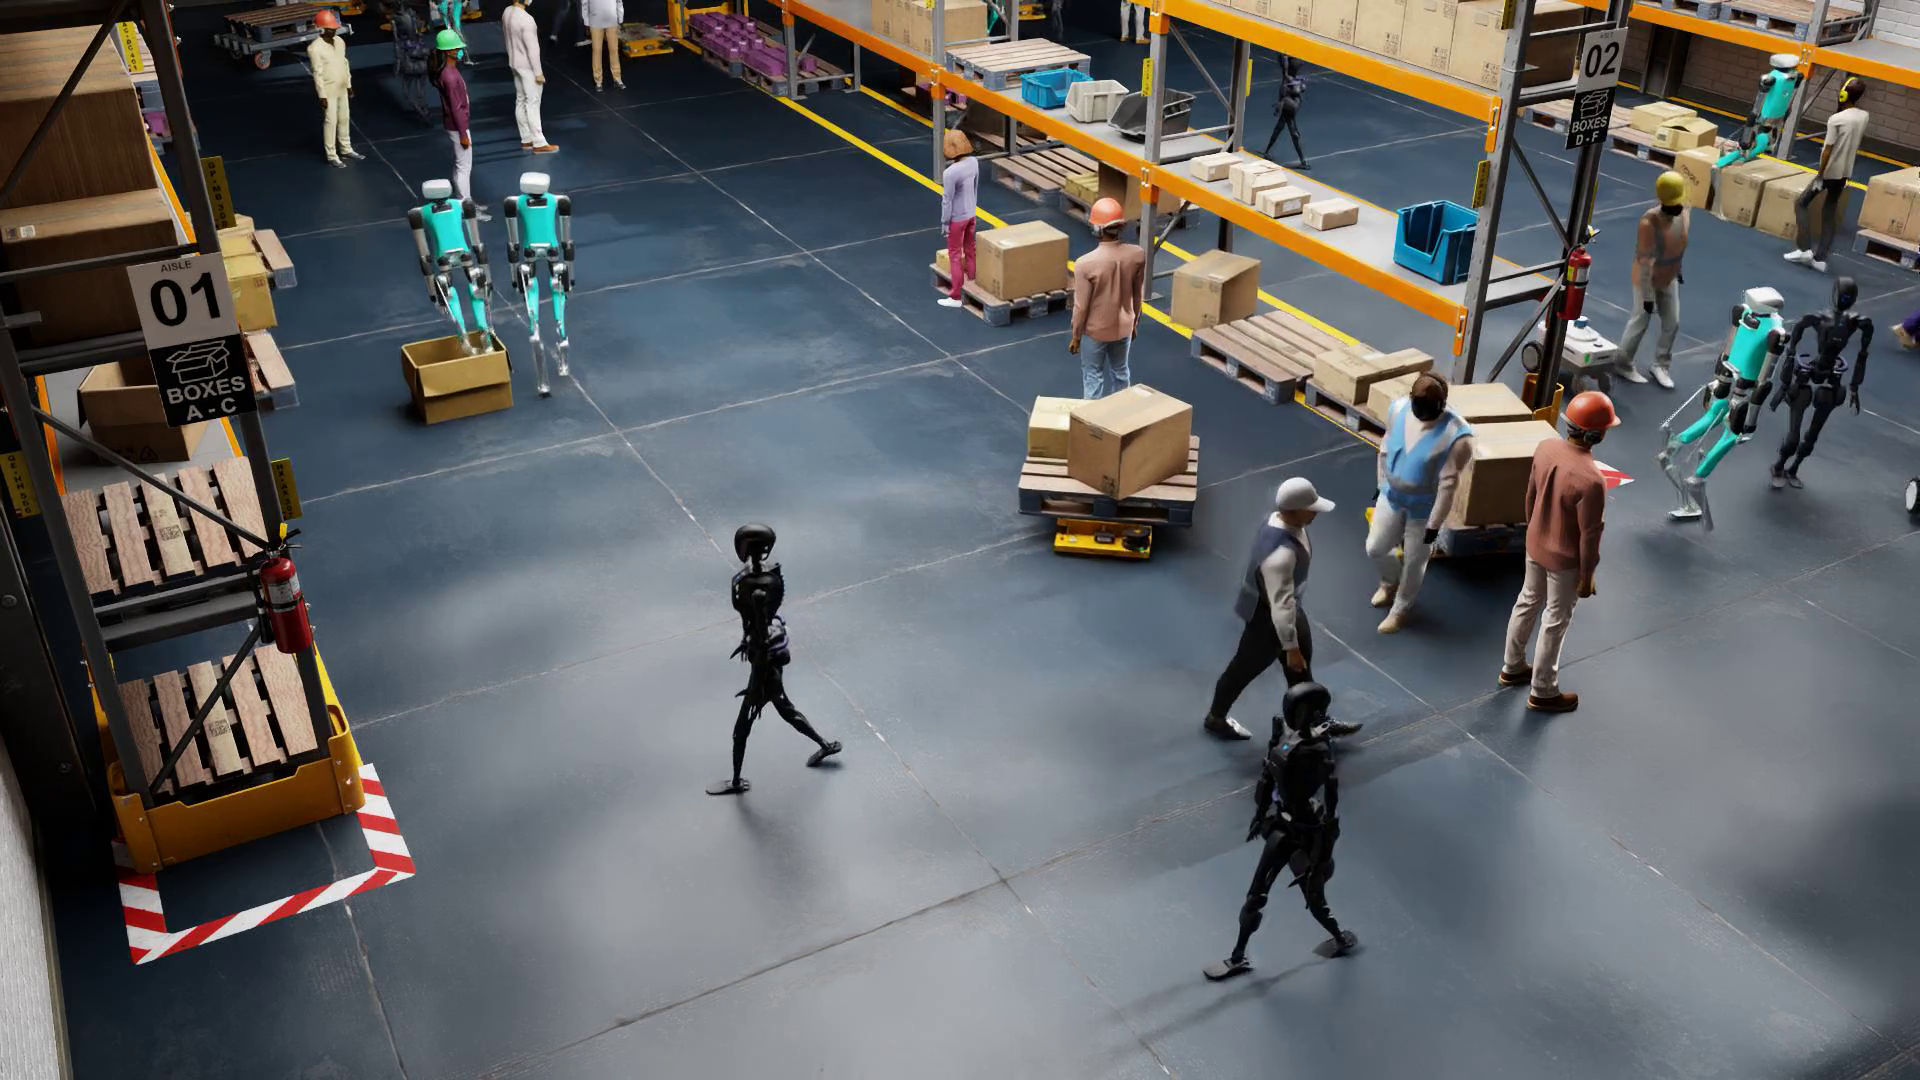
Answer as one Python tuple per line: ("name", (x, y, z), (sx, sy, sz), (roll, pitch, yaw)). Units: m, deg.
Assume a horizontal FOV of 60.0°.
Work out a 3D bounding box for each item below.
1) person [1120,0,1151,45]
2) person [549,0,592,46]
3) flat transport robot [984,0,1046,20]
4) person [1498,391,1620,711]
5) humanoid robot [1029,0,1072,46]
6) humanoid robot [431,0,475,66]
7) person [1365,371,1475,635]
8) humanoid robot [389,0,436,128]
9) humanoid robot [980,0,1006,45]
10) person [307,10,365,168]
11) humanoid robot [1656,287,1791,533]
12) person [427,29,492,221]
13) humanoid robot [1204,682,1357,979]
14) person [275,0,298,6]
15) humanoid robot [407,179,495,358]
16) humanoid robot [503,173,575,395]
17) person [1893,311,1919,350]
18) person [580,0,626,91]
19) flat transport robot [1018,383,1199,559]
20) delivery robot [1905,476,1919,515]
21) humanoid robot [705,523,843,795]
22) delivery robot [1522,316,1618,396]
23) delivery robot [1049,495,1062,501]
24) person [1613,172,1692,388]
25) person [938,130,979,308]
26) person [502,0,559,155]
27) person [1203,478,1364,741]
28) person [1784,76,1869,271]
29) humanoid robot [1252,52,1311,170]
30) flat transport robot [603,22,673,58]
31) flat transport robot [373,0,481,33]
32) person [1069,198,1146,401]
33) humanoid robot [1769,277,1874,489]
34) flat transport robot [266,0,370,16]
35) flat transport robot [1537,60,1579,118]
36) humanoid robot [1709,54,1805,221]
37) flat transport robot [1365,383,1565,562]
("person", (2.532, -8.102, 23.884), (0.562, 1.896, 0.357), (22, 36, 33))
("person", (-5.610, -7.932, 23.671), (0.542, 1.817, 0.632), (18, 34, 28))
("flat transport robot", (0.786, -8.323, 25.899), (0.659, 0.231, 1.431), (-9, 31, -15))
("person", (3.457, 0.064, 9.569), (0.376, 1.995, 0.609), (-9, 31, -15))
("humanoid robot", (1.278, -7.595, 23.230), (0.643, 1.635, 0.601), (9, 31, 15))
("humanoid robot", (-7.025, -7.397, 22.826), (0.604, 1.781, 0.863), (-4, 30, -6))
("person", (2.803, -0.227, 10.256), (0.446, 1.815, 0.650), (-25, 38, -37))
("humanoid robot", (-6.611, -5.824, 20.144), (0.476, 1.626, 0.622), (9, 31, 16))
("humanoid robot", (0.304, -7.189, 22.475), (0.545, 1.778, 0.836), (-14, 33, -23))
("person", (-7.066, -5.109, 18.831), (0.383, 1.738, 0.576), (8, 31, 14))
("humanoid robot", (5.152, -0.859, 11.452), (0.692, 1.812, 0.548), (-5, 30, -8))
("person", (-5.186, -4.266, 17.149), (0.420, 1.950, 0.498), (-11, 32, -18))
("humanoid robot", (1.577, 1.367, 7.681), (0.791, 1.637, 0.599), (-12, 32, -20))
("person", (-10.104, -8.610, 24.821), (0.429, 1.843, 0.629), (10, 31, 17))
("humanoid robot", (-3.977, -1.943, 13.328), (0.568, 1.747, 0.891), (-14, 33, -23))
("humanoid robot", (-3.358, -2.020, 13.466), (0.551, 1.789, 0.871), (-6, 30, -11))
("person", (8.396, -2.346, 14.143), (0.387, 1.614, 0.459), (12, 32, 21))
("person", (-4.643, -6.762, 21.699), (0.561, 1.742, 0.335), (-13, 32, -22))
("flat transport robot", (1.080, -0.307, 11.944), (0.659, 0.231, 1.431), (5, 30, 8))
("delivery robot", (7.010, -0.295, 11.647), (0.499, 0.607, 0.784), (6, 30, 11))
("humanoid robot", (-1.037, 0.631, 8.952), (0.788, 1.633, 0.603), (-5, 30, -9))
("delivery robot", (5.115, -1.575, 13.879), (0.499, 0.609, 0.812), (-10, 31, -17))
("delivery robot", (1.019, -0.489, 11.993), (0.499, 0.614, 0.817), (-26, 39, -38))
("person", (5.661, -2.088, 13.442), (0.692, 1.869, 0.588), (-13, 32, -22))
("person", (-0.009, -2.918, 15.125), (0.288, 1.629, 0.498), (19, 35, 30))
("person", (-5.008, -5.451, 19.224), (0.379, 1.940, 0.627), (-22, 36, -33))
("person", (1.825, 0.435, 9.198), (0.922, 1.706, 0.784), (10, 31, 17))
("person", (8.317, -3.520, 15.947), (0.533, 1.849, 0.544), (-11, 32, -18))
("humanoid robot", (3.690, -5.033, 18.797), (0.756, 1.621, 0.611), (13, 33, 22))
("flat transport robot", (-4.688, -7.213, 23.966), (0.659, 0.231, 1.431), (-15, 33, -24))
("flat transport robot", (-8.010, -7.911, 25.181), (0.659, 0.231, 1.431), (17, 34, 27))
("person", (1.086, -1.585, 12.440), (0.609, 1.993, 0.377), (-15, 33, -25))
("humanoid robot", (6.170, -1.122, 11.955), (0.593, 1.649, 0.368), (5, 30, 8))
("flat transport robot", (-9.991, -8.319, 25.891), (1.431, 0.231, 0.659), (-3, 30, -5))
("flat transport robot", (7.198, -5.699, 21.331), (0.659, 0.231, 1.431), (-16, 33, -25))
("humanoid robot", (8.151, -4.193, 17.196), (0.538, 1.745, 0.701), (-13, 32, -22))
("flat transport robot", (3.636, -0.118, 11.615), (1.431, 0.231, 0.659), (-4, 30, -6))
